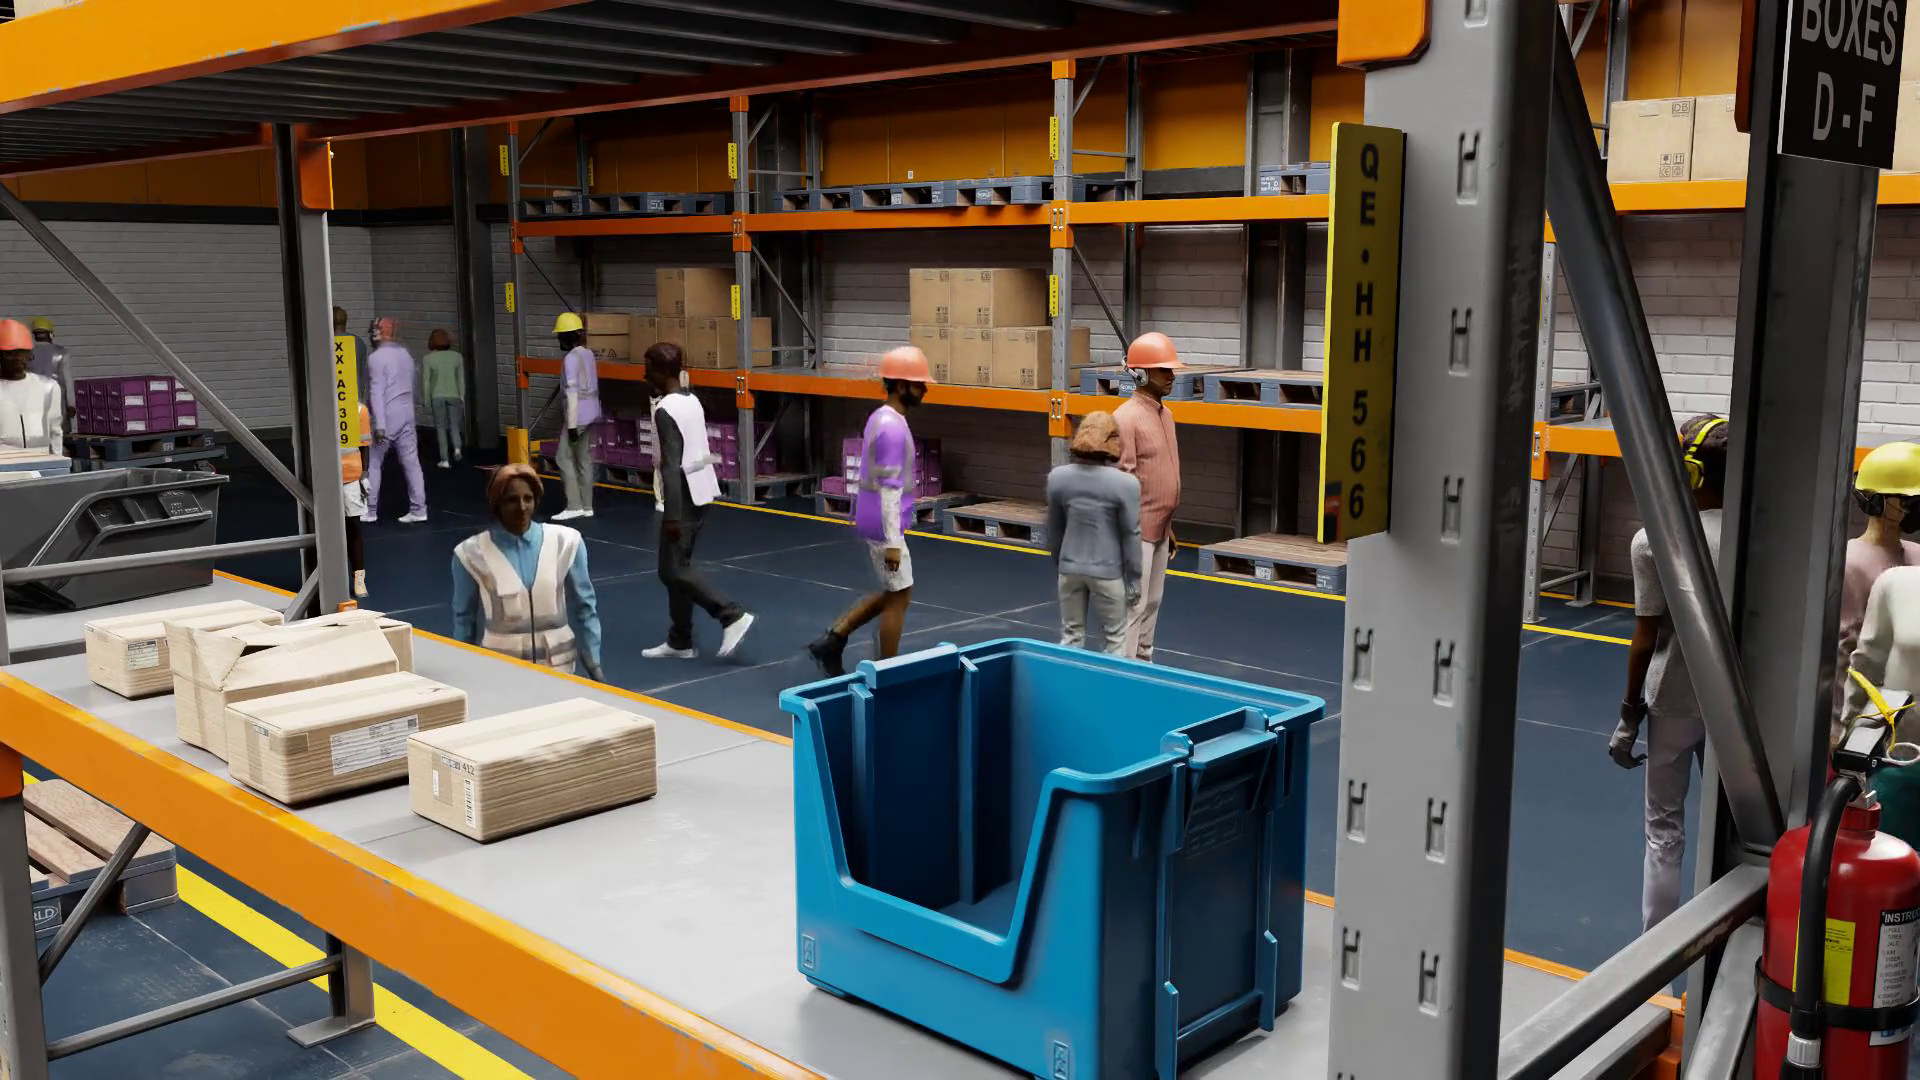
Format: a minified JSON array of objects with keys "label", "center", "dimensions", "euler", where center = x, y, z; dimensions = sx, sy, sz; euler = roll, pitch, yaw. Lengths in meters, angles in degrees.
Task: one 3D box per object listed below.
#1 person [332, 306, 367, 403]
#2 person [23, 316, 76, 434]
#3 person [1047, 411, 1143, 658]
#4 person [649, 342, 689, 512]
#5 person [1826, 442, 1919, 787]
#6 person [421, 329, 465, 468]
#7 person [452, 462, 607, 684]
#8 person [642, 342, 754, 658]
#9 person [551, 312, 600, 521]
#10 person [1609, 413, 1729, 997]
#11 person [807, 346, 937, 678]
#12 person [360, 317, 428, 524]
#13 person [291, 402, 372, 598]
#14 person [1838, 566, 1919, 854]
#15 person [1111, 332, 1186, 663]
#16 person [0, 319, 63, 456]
[{"label":"person","center":[-6.286,-1.403,16.934],"dimensions":[0.372,1.938,0.630],"euler":[3,10,17]},{"label":"person","center":[-9.954,-1.534,18.147],"dimensions":[0.608,1.806,0.762],"euler":[-2,9,-9]},{"label":"person","center":[0.665,0.177,8.175],"dimensions":[0.513,1.630,0.320],"euler":[5,10,27]},{"label":"person","center":[-2.758,-1.076,15.885],"dimensions":[0.284,1.626,0.492],"euler":[6,11,34]},{"label":"person","center":[2.971,0.562,5.410],"dimensions":[0.525,1.769,0.308],"euler":[-7,11,-35]},{"label":"person","center":[-6.031,-1.650,19.404],"dimensions":[0.514,1.618,0.335],"euler":[-7,12,-36]},{"label":"person","center":[-1.668,0.485,6.372],"dimensions":[0.522,1.607,0.814],"euler":[-5,10,-27]},{"label":"person","center":[-1.571,-0.213,9.768],"dimensions":[0.615,1.895,0.625],"euler":[1,9,4]},{"label":"person","center":[-3.562,-1.134,15.340],"dimensions":[0.459,1.916,0.609],"euler":[1,9,8]},{"label":"person","center":[2.295,0.541,5.204],"dimensions":[0.513,1.877,0.328],"euler":[-1,9,-5]},{"label":"person","center":[-0.434,-0.079,8.886],"dimensions":[0.635,1.911,0.585],"euler":[-1,9,-8]},{"label":"person","center":[-5.250,-1.074,15.102],"dimensions":[0.847,1.872,0.675],"euler":[2,10,15]},{"label":"person","center":[-4.394,-0.424,11.667],"dimensions":[0.535,1.697,0.318],"euler":[-3,10,-16]},{"label":"person","center":[2.831,0.666,4.915],"dimensions":[0.329,1.719,0.666],"euler":[-7,12,-37]},{"label":"person","center":[0.957,-0.060,8.519],"dimensions":[0.382,1.995,0.612],"euler":[5,10,27]},{"label":"person","center":[-5.977,-0.400,10.618],"dimensions":[1.072,1.984,0.620],"euler":[9,13,42]}]
